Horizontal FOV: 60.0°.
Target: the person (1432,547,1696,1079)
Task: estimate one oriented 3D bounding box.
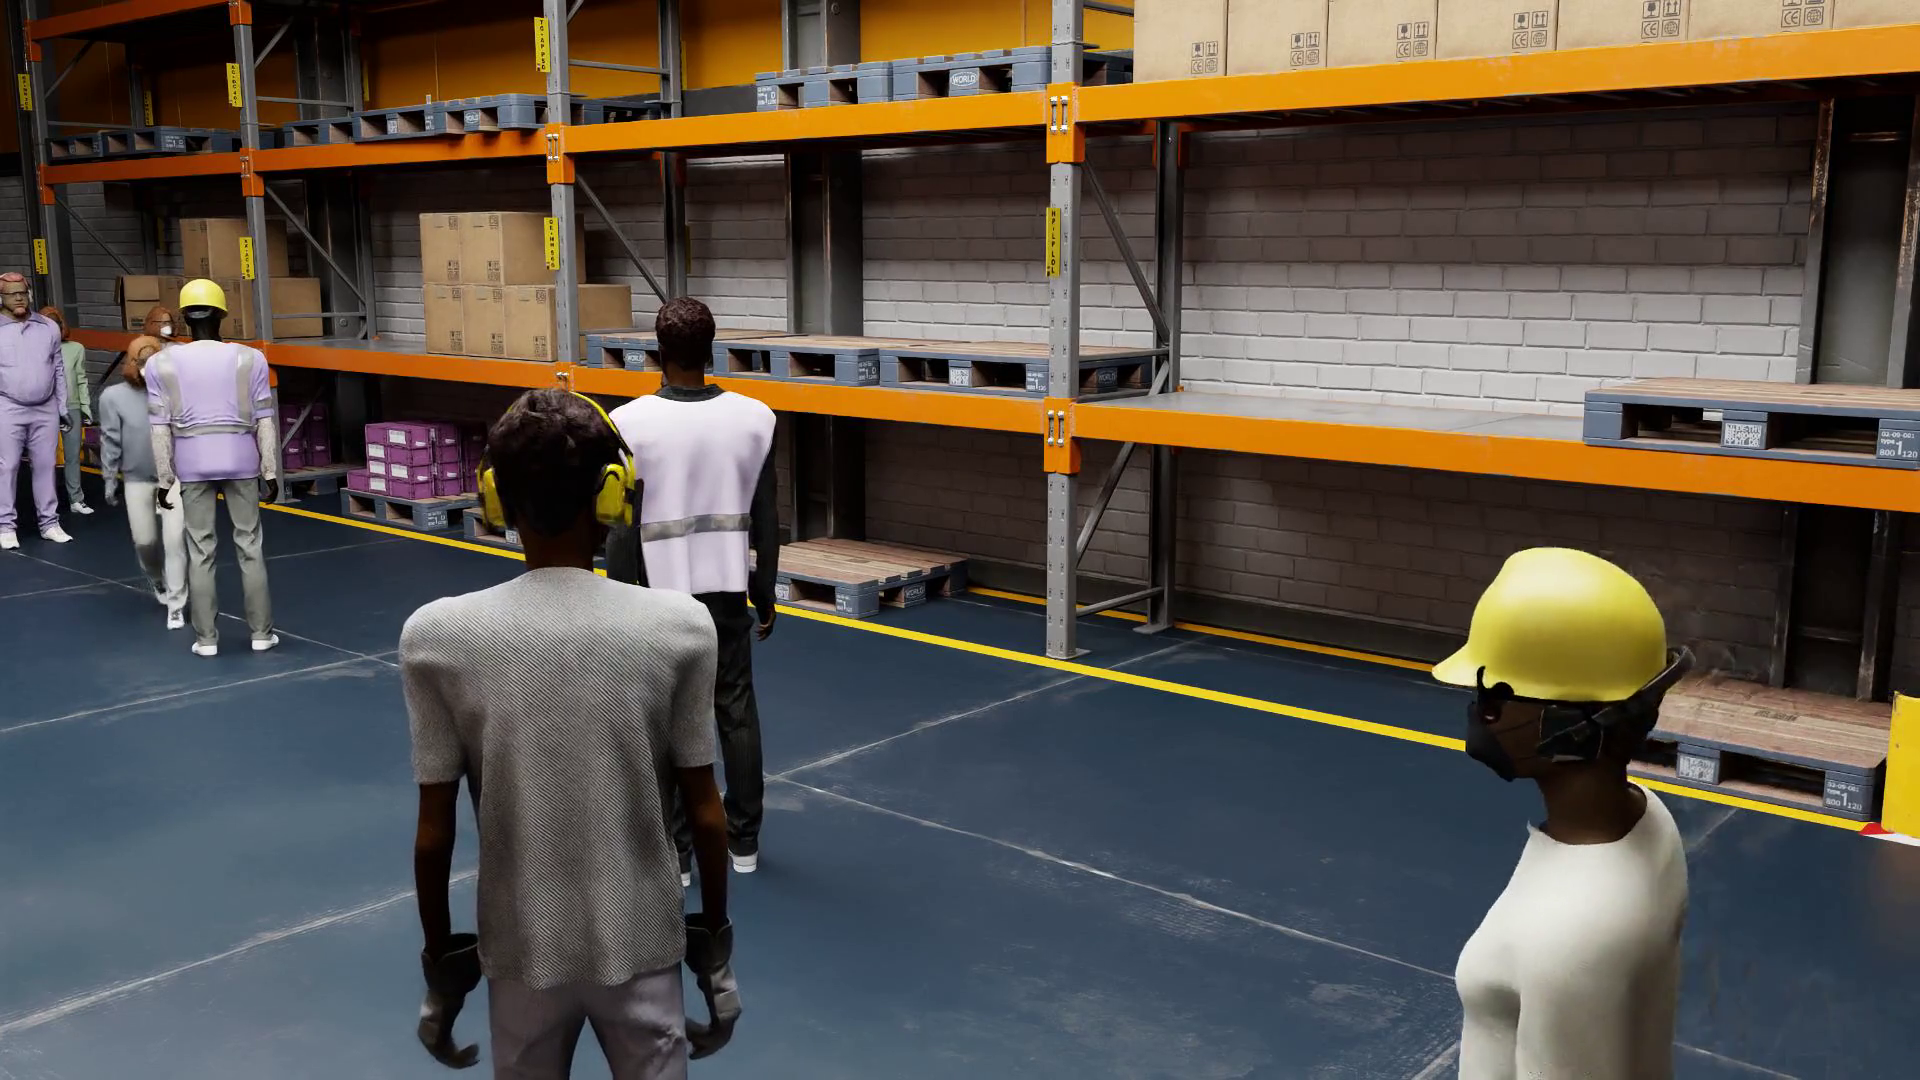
[{"bbox_3d":[0.813,0.864,2.048,0.850,1.732,0.524,6,12,33],"label":"person"}]

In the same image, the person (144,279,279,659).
[{"bbox_3d":[-3.777,-0.354,8.447,0.585,1.917,0.382,-4,11,-23],"label":"person"}]

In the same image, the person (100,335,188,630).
[{"bbox_3d":[-4.447,-0.340,9.215,0.526,1.610,0.635,-4,11,-22],"label":"person"}]

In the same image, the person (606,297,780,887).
[{"bbox_3d":[-0.863,0.177,5.422,0.597,1.918,0.383,-6,11,-30],"label":"person"}]

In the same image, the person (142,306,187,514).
[{"bbox_3d":[-6.237,-1.018,13.061,0.281,1.626,0.495,7,12,33],"label":"person"}]

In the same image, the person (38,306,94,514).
[{"bbox_3d":[-6.980,-0.990,12.876,0.276,1.631,0.507,8,13,38],"label":"person"}]

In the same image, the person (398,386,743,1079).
[{"bbox_3d":[-0.613,0.685,2.688,0.519,1.865,0.331,-1,10,-7],"label":"person"}]

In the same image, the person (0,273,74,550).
[{"bbox_3d":[-6.506,-0.896,11.567,0.402,1.906,0.652,7,12,36],"label":"person"}]
